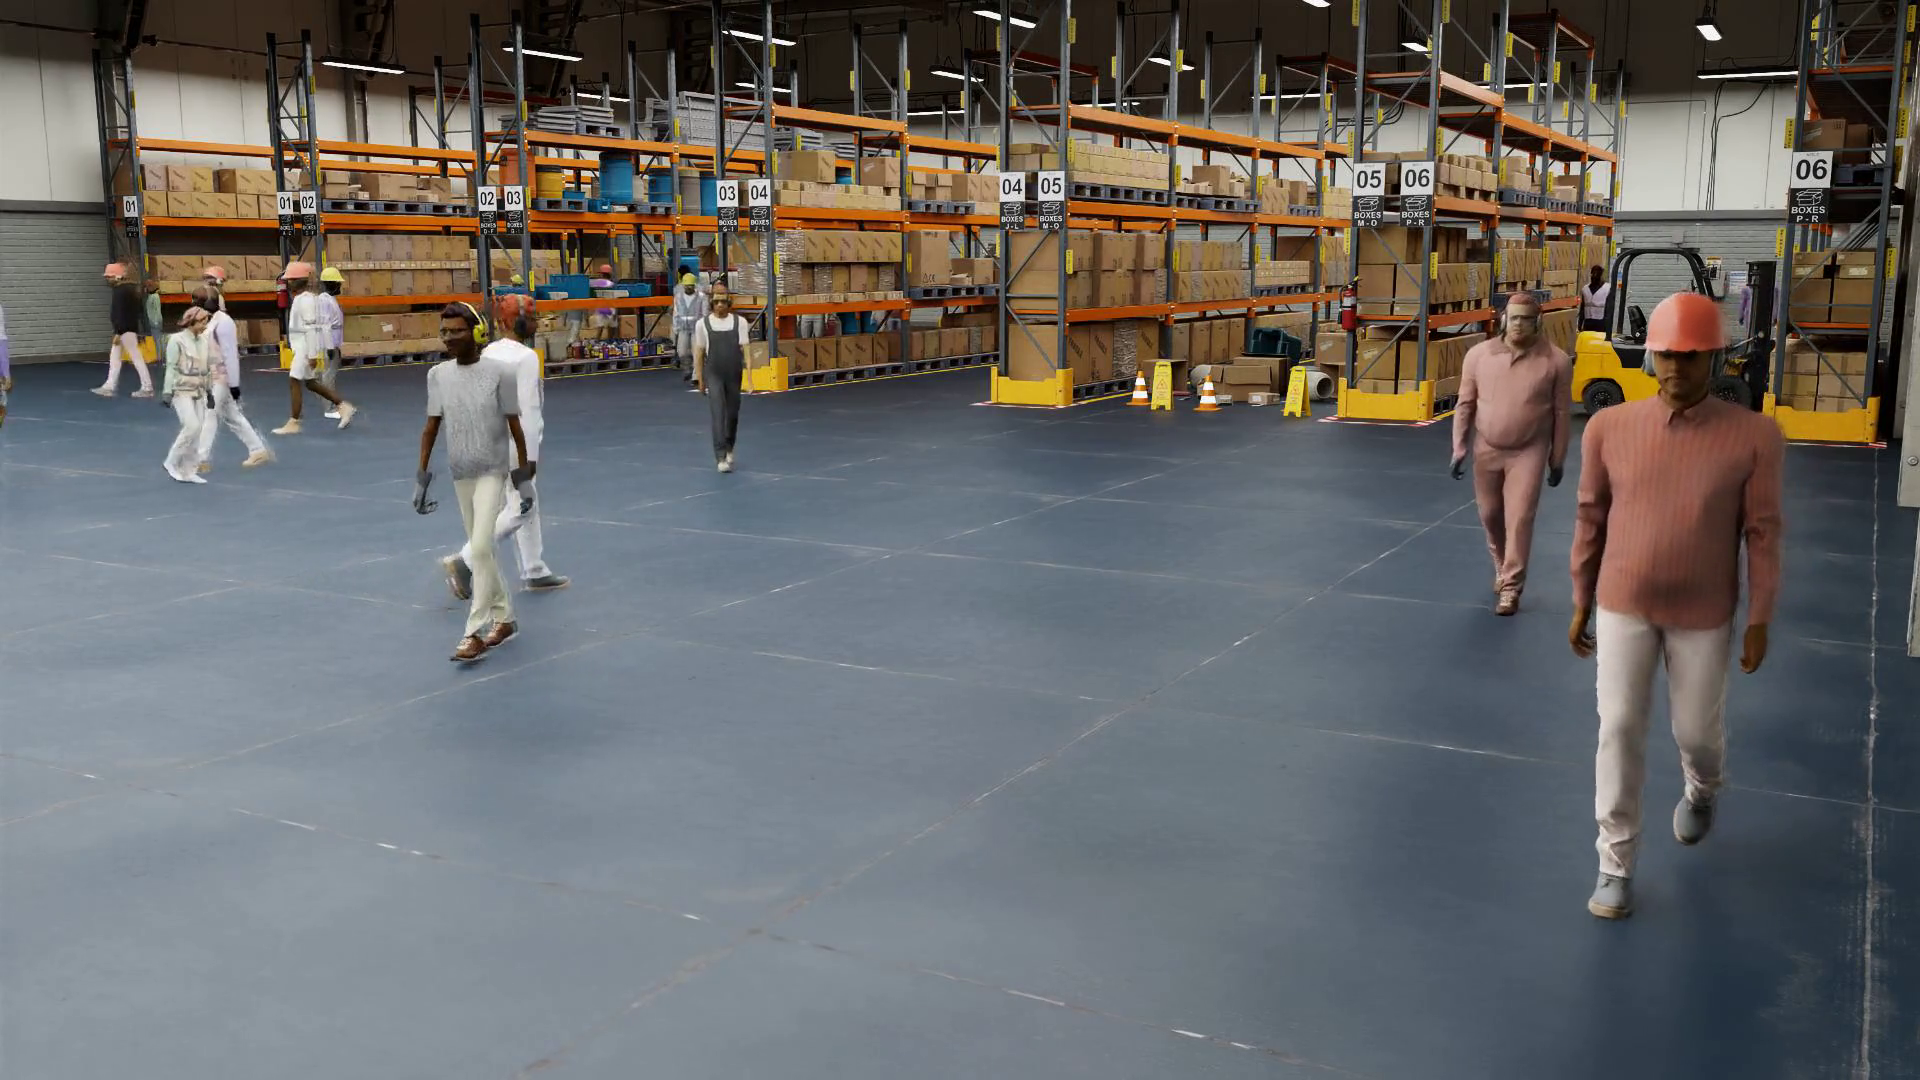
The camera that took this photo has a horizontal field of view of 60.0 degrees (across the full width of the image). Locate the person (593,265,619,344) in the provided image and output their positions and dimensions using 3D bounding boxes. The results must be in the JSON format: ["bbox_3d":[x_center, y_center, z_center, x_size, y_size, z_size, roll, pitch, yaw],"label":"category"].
[{"bbox_3d":[-7.280,-4.737,34.410,0.572,1.884,0.972,4,10,22],"label":"person"}]

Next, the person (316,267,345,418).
[{"bbox_3d":[-8.052,-2.526,21.357,0.384,1.928,0.588,-2,10,-11],"label":"person"}]

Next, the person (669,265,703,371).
[{"bbox_3d":[-4.935,-4.013,30.119,0.615,1.901,1.003,3,10,16],"label":"person"}]

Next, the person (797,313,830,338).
[{"bbox_3d":[-2.603,-3.921,29.530,0.625,1.934,0.363,0,10,2],"label":"person"}]

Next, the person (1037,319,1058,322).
[{"bbox_3d":[1.565,-3.941,29.907,0.527,1.846,0.701,8,12,39],"label":"person"}]

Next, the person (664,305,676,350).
[{"bbox_3d":[-6.309,-5.139,36.882,0.551,1.851,0.440,5,11,27],"label":"person"}]

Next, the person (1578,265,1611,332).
[{"bbox_3d":[10.968,-3.779,28.749,0.434,1.915,0.594,-8,13,-39],"label":"person"}]

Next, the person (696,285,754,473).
[{"bbox_3d":[-2.322,-1.594,16.276,0.517,1.812,0.903,-3,10,-17],"label":"person"}]

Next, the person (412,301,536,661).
[{"bbox_3d":[-2.554,-0.300,8.580,0.555,1.833,0.861,3,10,16],"label":"person"}]

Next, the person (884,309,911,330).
[{"bbox_3d":[-1.203,-4.298,32.289,0.587,1.747,0.423,4,10,20],"label":"person"}]

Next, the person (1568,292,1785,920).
[{"bbox_3d":[2.307,0.187,5.381,0.624,1.973,0.790,6,11,30],"label":"person"}]

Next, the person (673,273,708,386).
[{"bbox_3d":[-4.296,-3.353,26.553,0.607,1.803,0.429,1,10,8],"label":"person"}]

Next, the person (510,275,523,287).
[{"bbox_3d":[-8.013,-3.915,30.132,0.581,1.733,0.412,9,13,42],"label":"person"}]

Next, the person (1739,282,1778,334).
[{"bbox_3d":[15.267,-4.293,31.817,0.681,1.880,0.757,5,11,26],"label":"person"}]

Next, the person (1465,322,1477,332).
[{"bbox_3d":[11.261,-4.904,36.226,0.676,1.610,0.539,-5,11,-28],"label":"person"}]

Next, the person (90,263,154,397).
[{"bbox_3d":[-12.334,-3.049,24.309,0.957,1.954,0.639,-5,11,-25],"label":"person"}]

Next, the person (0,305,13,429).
[{"bbox_3d":[-9.203,-1.585,15.547,0.641,2.031,0.430,-2,10,-11],"label":"person"}]

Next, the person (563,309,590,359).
[{"bbox_3d":[-7.450,-4.257,32.452,0.523,1.584,0.865,6,11,31],"label":"person"}]

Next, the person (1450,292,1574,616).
[{"bbox_3d":[3.293,-0.540,9.918,0.642,1.872,0.917,6,11,30],"label":"person"}]

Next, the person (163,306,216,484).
[{"bbox_3d":[-6.990,-1.308,15.114,0.374,1.612,0.581,2,10,12],"label":"person"}]

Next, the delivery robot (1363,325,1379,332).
[{"bbox_3d":[9.371,-4.630,37.415,0.707,0.478,0.477,-2,10,-11],"label":"delivery robot"}]

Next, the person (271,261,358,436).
[{"bbox_3d":[-7.559,-2.229,19.358,0.919,2.018,0.614,-5,11,-25],"label":"person"}]

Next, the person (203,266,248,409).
[{"bbox_3d":[-10.114,-2.700,22.326,0.633,1.954,0.884,8,12,37],"label":"person"}]

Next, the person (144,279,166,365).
[{"bbox_3d":[-15.361,-4.147,31.708,0.278,1.633,0.498,-8,12,-38],"label":"person"}]

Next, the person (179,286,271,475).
[{"bbox_3d":[-7.140,-1.551,16.045,0.955,1.802,0.644,-9,13,-42],"label":"person"}]

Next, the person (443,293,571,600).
[{"bbox_3d":[-2.760,-0.553,10.032,0.825,1.862,0.577,-9,13,-43],"label":"person"}]

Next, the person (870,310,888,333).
[{"bbox_3d":[-1.522,-4.313,32.830,0.870,1.589,0.508,-7,12,-36],"label":"person"}]
